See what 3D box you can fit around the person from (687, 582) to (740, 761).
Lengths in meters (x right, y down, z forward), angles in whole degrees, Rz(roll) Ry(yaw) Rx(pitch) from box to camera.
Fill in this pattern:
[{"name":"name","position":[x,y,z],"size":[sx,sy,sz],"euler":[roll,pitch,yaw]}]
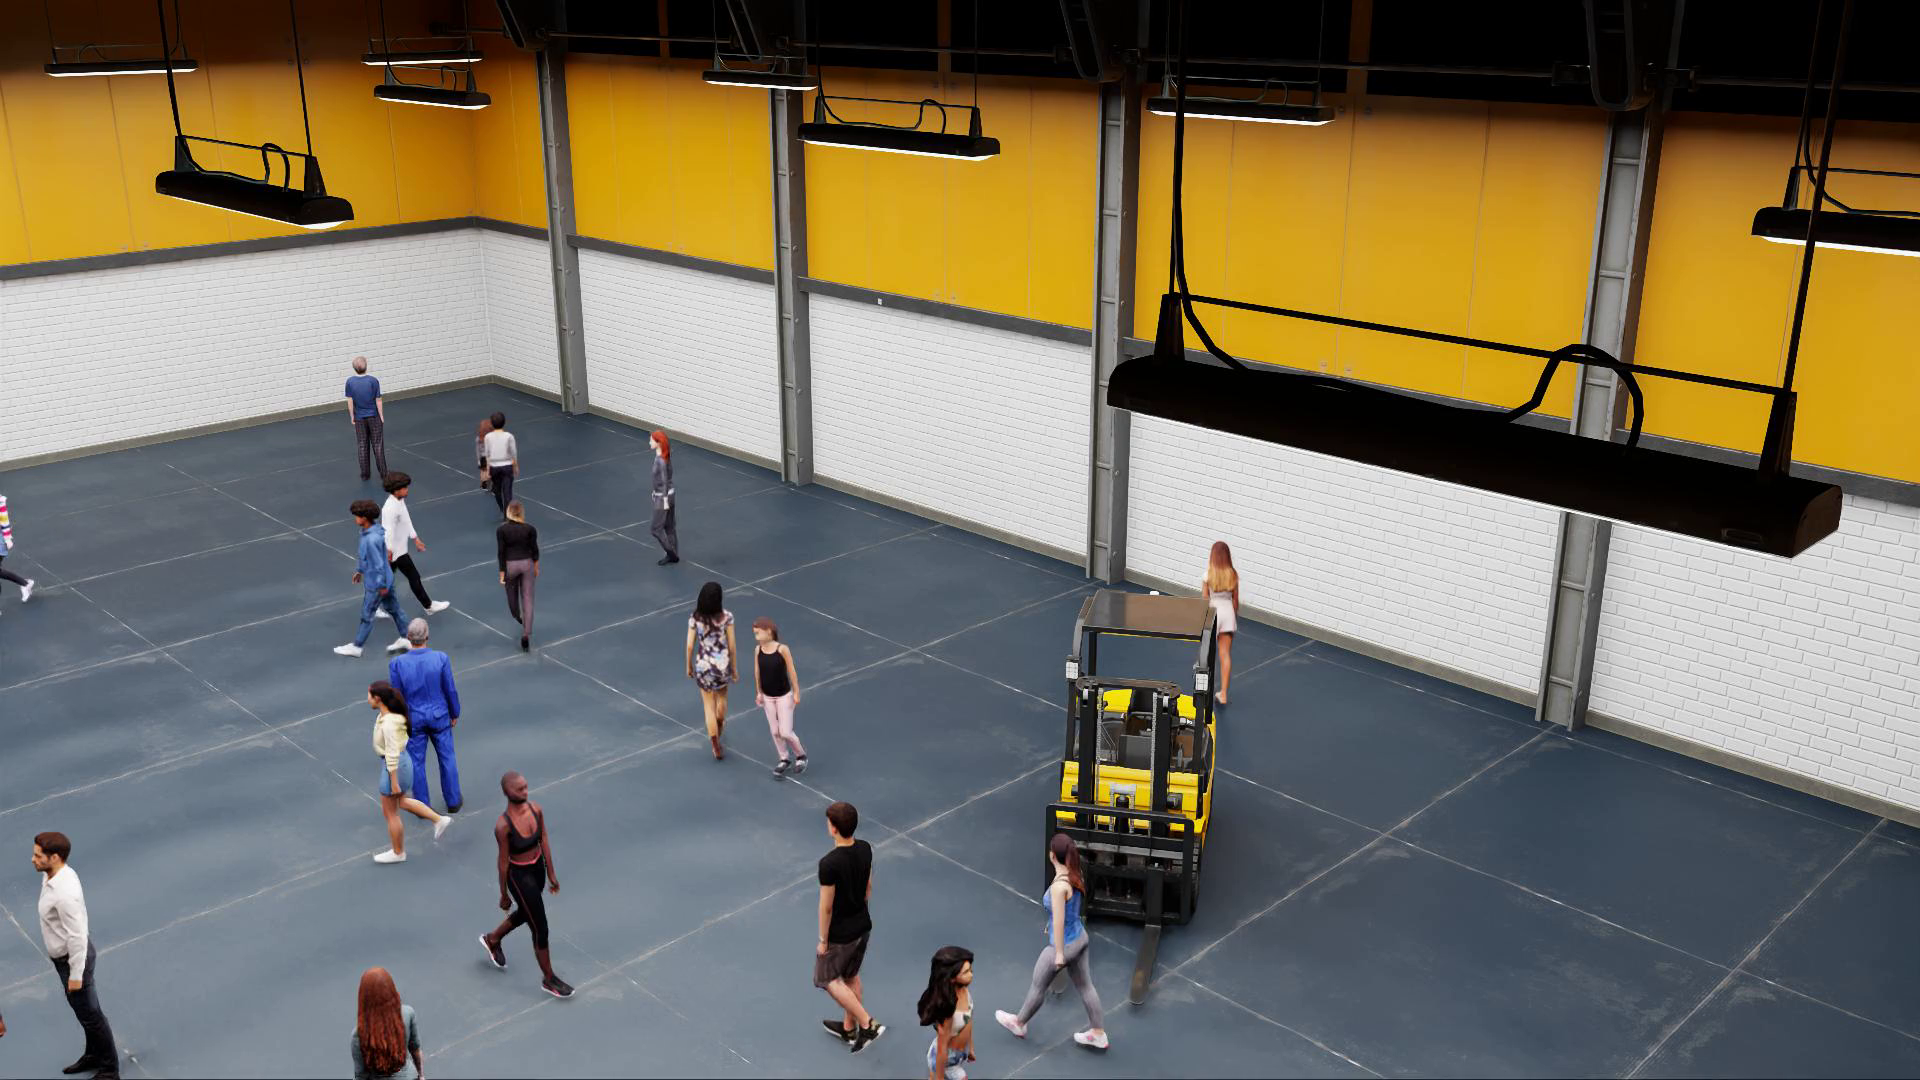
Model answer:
[{"name":"person","position":[-2.338,1.274,15.773],"size":[0.973,1.703,1.103],"euler":[-4,19,-10]}]

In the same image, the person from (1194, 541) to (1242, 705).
[{"name":"person","position":[2.668,0.875,17.047],"size":[1.033,1.645,1.156],"euler":[-2,19,-6]}]

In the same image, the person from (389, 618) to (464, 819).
[{"name":"person","position":[-4.712,1.571,14.695],"size":[0.791,1.828,0.741],"euler":[-6,20,-17]}]

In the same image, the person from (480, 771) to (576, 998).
[{"name":"person","position":[-3.243,2.473,12.176],"size":[1.213,1.727,0.824],"euler":[9,21,25]}]

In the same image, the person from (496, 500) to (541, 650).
[{"name":"person","position":[-4.872,0.427,18.417],"size":[0.936,1.621,1.153],"euler":[-6,19,-16]}]

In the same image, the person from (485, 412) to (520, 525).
[{"name":"person","position":[-6.257,-0.943,22.637],"size":[0.914,1.524,1.017],"euler":[-2,19,-5]}]

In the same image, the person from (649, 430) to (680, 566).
[{"name":"person","position":[-3.656,-0.531,21.028],"size":[0.752,1.769,0.666],"euler":[-3,19,-8]}]

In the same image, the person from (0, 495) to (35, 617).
[{"name":"person","position":[-11.256,-0.004,19.443],"size":[1.134,1.783,1.051],"euler":[5,19,15]}]

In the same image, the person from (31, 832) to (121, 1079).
[{"name":"person","position":[-5.878,2.777,11.048],"size":[0.738,1.871,0.508],"euler":[-14,23,-36]}]

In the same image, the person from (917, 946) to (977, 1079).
[{"name":"person","position":[-0.144,3.206,10.206],"size":[1.105,1.595,0.901],"euler":[5,19,14]}]

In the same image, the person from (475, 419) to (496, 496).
[{"name":"person","position":[-6.815,-1.188,24.042],"size":[0.567,1.092,0.695],"euler":[-11,22,-30]}]

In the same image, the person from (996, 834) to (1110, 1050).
[{"name":"person","position":[0.798,2.806,11.439],"size":[1.087,1.566,0.748],"euler":[10,21,27]}]

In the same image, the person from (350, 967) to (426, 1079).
[{"name":"person","position":[-3.256,3.332,9.686],"size":[0.688,1.688,1.196],"euler":[-14,23,-36]}]

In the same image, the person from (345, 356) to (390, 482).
[{"name":"person","position":[-8.784,-1.808,24.660],"size":[0.732,1.872,0.761],"euler":[-2,19,-7]}]

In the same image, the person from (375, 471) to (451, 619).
[{"name":"person","position":[-6.596,0.106,19.160],"size":[1.084,1.755,1.204],"euler":[-4,19,-12]}]

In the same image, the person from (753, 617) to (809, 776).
[{"name":"person","position":[-1.670,1.462,15.478],"size":[0.643,1.535,0.769],"euler":[2,19,7]}]

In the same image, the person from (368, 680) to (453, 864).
[{"name":"person","position":[-4.661,1.925,13.970],"size":[0.965,1.619,0.953],"euler":[-5,19,-15]}]

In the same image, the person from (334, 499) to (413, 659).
[{"name":"person","position":[-6.277,0.416,18.217],"size":[1.036,1.770,1.110],"euler":[-6,20,-18]}]

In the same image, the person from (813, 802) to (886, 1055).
[{"name":"person","position":[-0.719,2.682,11.362],"size":[0.891,1.850,0.758],"euler":[13,22,33]}]
